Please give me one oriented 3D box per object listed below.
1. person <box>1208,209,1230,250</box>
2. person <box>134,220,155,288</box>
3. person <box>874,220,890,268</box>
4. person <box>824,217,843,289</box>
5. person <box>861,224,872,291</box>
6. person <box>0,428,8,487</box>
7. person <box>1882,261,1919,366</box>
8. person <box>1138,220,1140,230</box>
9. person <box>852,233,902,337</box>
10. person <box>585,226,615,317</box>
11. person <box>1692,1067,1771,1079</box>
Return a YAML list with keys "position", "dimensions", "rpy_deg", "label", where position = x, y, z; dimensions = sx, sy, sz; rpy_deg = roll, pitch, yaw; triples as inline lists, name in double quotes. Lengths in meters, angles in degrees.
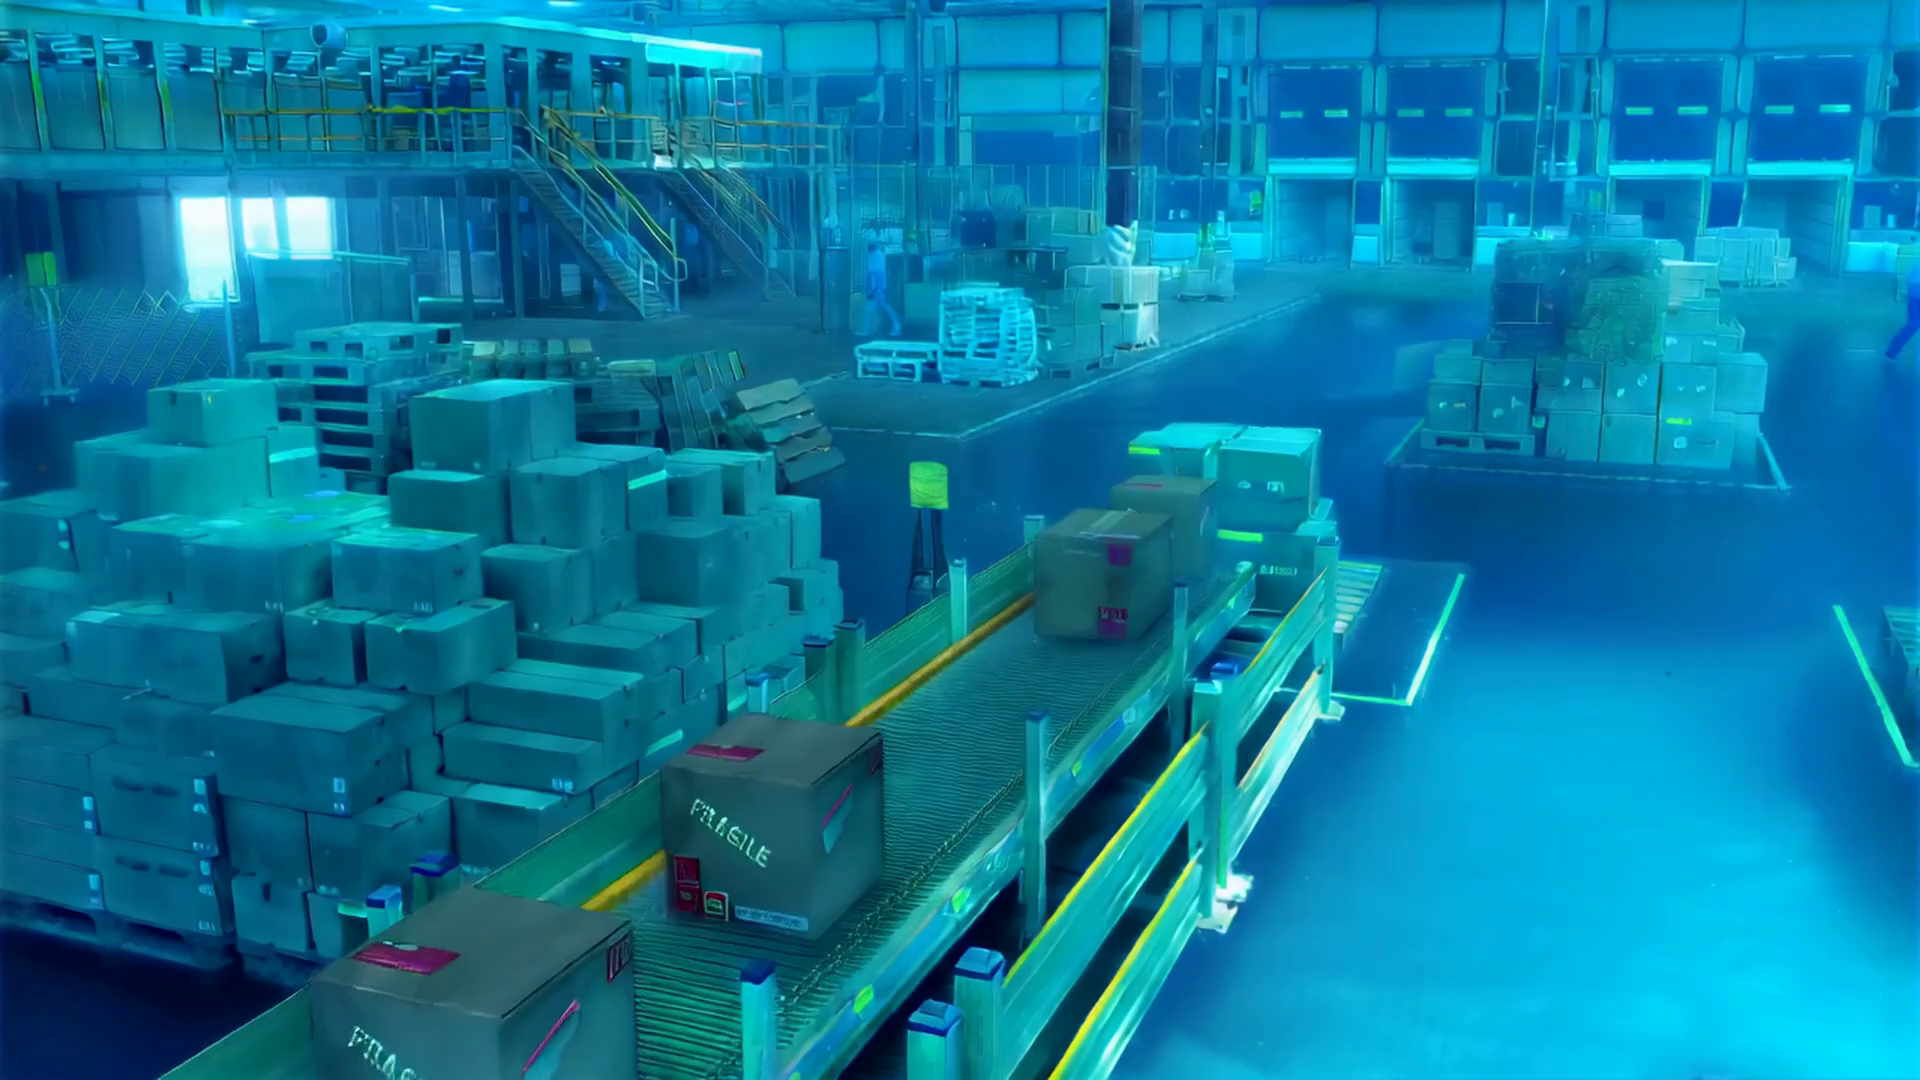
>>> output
- position: [7.164, -8.186, 46.053]
  dimensions: [0.621, 1.927, 0.657]
  rpy_deg: [0, 13, -1]
  label: "person"
- position: [-19.865, -6.896, 40.396]
  dimensions: [0.676, 1.852, 0.976]
  rpy_deg: [0, 13, -1]
  label: "person"
- position: [-1.890, -6.570, 38.984]
  dimensions: [0.585, 1.856, 0.873]
  rpy_deg: [2, 13, 8]
  label: "person"
- position: [-3.213, -7.370, 42.628]
  dimensions: [0.548, 1.821, 0.730]
  rpy_deg: [2, 13, 7]
  label: "person"
- position: [-1.829, -5.447, 33.823]
  dimensions: [0.397, 1.910, 0.587]
  rpy_deg: [0, 13, 2]
  label: "person"
- position: [-9.522, -1.361, 15.940]
  dimensions: [0.839, 1.707, 0.489]
  rpy_deg: [5, 14, 22]
  label: "person"
- position: [14.751, -3.643, 25.425]
  dimensions: [0.697, 2.000, 1.036]
  rpy_deg: [-9, 15, -35]
  label: "person"
- position: [5.334, -9.369, 51.561]
  dimensions: [0.627, 1.844, 0.429]
  rpy_deg: [-8, 15, -33]
  label: "person"
- position: [-1.480, -4.653, 30.353]
  dimensions: [1.008, 1.887, 0.564]
  rpy_deg: [-9, 15, -34]
  label: "person"
- position: [-7.443, -5.531, 34.323]
  dimensions: [0.642, 1.847, 0.864]
  rpy_deg: [6, 14, 27]
  label: "person"
- position: [0.977, 1.620, 2.264]
  dimensions: [0.662, 1.859, 1.004]
  rpy_deg: [7, 14, 27]
  label: "person"
